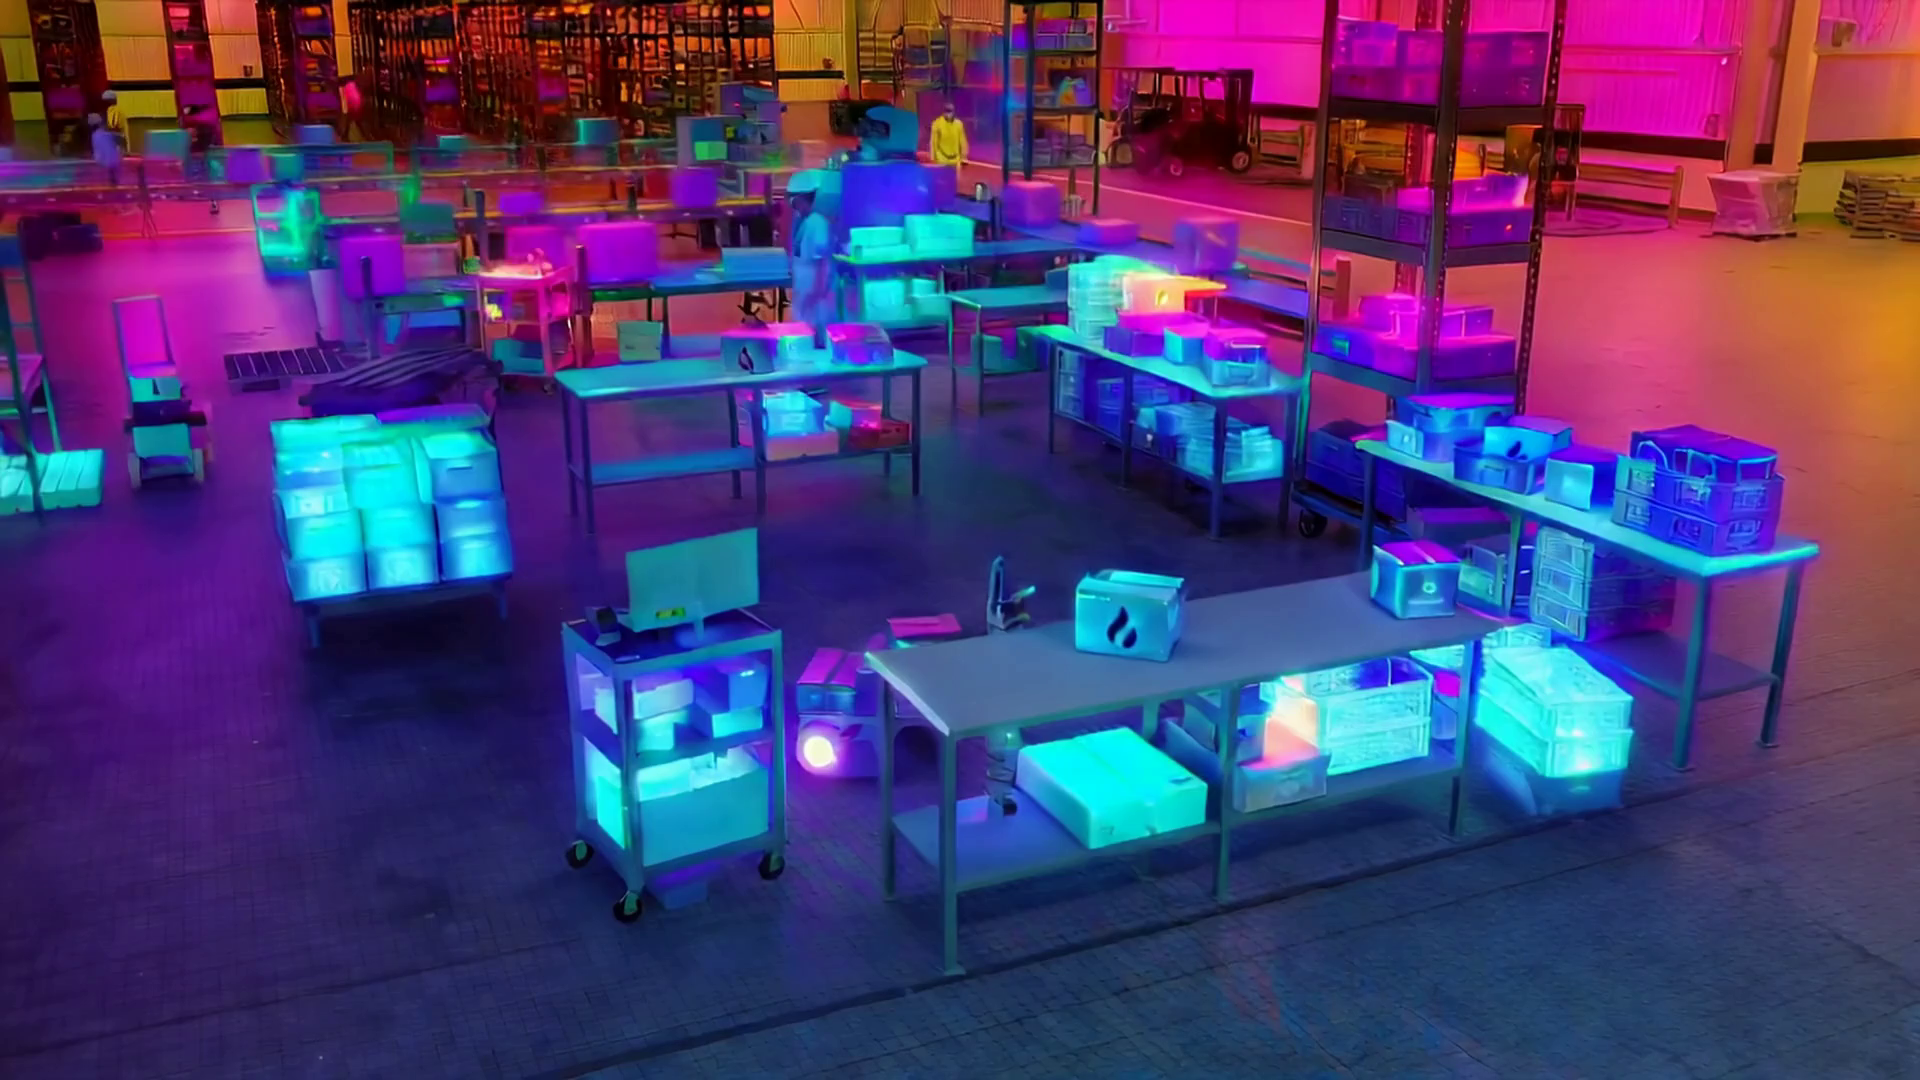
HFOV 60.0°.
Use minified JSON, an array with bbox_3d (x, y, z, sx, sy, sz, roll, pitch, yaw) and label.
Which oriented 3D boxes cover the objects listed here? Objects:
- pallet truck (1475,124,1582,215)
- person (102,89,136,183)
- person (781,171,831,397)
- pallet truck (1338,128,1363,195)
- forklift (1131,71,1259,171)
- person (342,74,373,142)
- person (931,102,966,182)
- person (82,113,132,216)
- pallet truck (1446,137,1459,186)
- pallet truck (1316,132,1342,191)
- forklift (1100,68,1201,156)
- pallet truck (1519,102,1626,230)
[{"bbox_3d":[9.707,-6.455,28.103,1.885,1.965,0.823,-7,19,-20],"label":"pallet truck"},{"bbox_3d":[-16.308,-7.742,32.257,0.611,1.940,0.415,16,24,42],"label":"person"},{"bbox_3d":[-1.375,-2.272,14.889,0.412,2.029,0.604,-8,19,-23],"label":"person"},{"bbox_3d":[7.845,-7.140,31.411,1.522,1.261,0.704,-9,20,-25],"label":"pallet truck"},{"bbox_3d":[4.998,-8.936,35.413,2.680,1.987,1.157,-9,20,-25],"label":"forklift"},{"bbox_3d":[-16.245,-11.541,44.461,0.967,1.798,0.596,-2,18,-7],"label":"person"},{"bbox_3d":[-0.210,-6.659,28.943,0.651,1.881,0.857,-9,20,-26],"label":"person"},{"bbox_3d":[-14.482,-6.355,28.224,0.648,1.724,0.540,-3,18,-10],"label":"person"},{"bbox_3d":[9.184,-6.485,29.328,1.630,1.274,0.653,-8,19,-23],"label":"pallet truck"},{"bbox_3d":[7.723,-7.504,32.656,1.601,1.201,0.680,-8,19,-23],"label":"pallet truck"},{"bbox_3d":[4.082,-9.564,37.410,2.680,1.987,1.157,-8,19,-23],"label":"forklift"},{"bbox_3d":[9.972,-6.037,26.785,1.885,1.965,0.823,-9,20,-25],"label":"pallet truck"}]
